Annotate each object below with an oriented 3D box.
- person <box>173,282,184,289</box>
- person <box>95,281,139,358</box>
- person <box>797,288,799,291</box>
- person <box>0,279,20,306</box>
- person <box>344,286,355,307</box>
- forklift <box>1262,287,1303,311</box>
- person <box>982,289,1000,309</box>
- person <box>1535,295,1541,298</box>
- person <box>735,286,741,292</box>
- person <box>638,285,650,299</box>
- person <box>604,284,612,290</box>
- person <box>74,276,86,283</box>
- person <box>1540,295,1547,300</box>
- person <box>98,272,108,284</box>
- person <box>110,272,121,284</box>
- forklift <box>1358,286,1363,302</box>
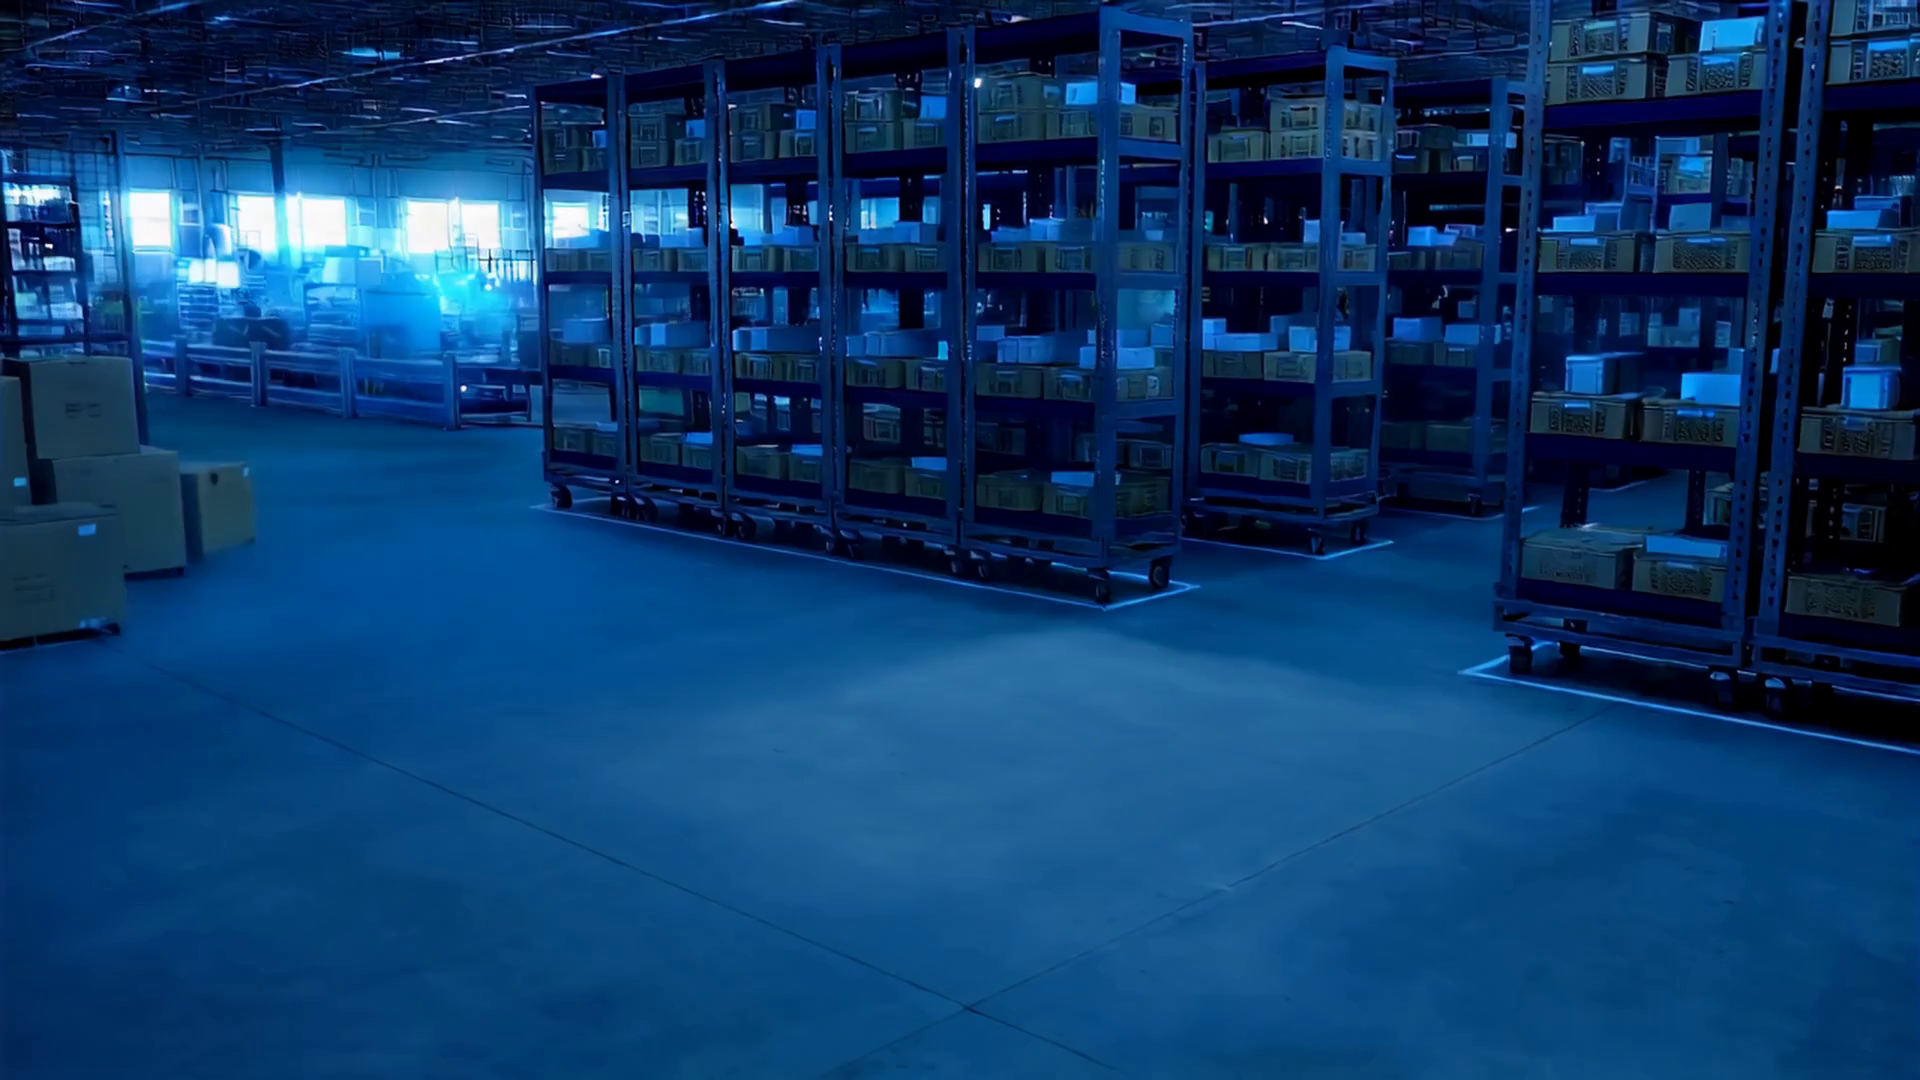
[{"bbox_3d":[-33.154,-10.355,70.582,0.525,1.851,0.743,3,10,18],"label":"person"},{"bbox_3d":[-12.311,-2.831,24.339,0.462,1.896,0.657,7,12,36],"label":"person"},{"bbox_3d":[-6.776,-9.992,69.062,0.425,1.621,0.527,-1,9,-9],"label":"person"},{"bbox_3d":[-29.545,-7.317,51.766,0.587,1.914,0.391,-8,12,-41],"label":"person"},{"bbox_3d":[-22.081,-8.673,60.168,0.996,1.890,0.546,-1,9,-9],"label":"person"},{"bbox_3d":[10.769,-8.203,54.240,1.129,2.768,1.873,8,12,42],"label":"forklift"},{"bbox_3d":[0.585,-3.603,29.471,0.523,1.760,0.328,5,10,26],"label":"person"},{"bbox_3d":[15.340,-6.149,44.897,0.591,1.824,0.403,1,9,4],"label":"person"},{"bbox_3d":[-9.287,-10.175,69.323,0.400,1.912,0.706,2,9,10],"label":"person"},{"bbox_3d":[-14.454,-11.367,76.204,0.771,2.000,0.544,9,13,43],"label":"person"},{"bbox_3d":[-16.218,-11.273,76.219,0.578,1.845,0.508,2,10,13],"label":"person"},{"bbox_3d":[-45.090,-12.831,85.317,0.388,1.996,0.612,5,10,27],"label":"person"},{"bbox_3d":[16.555,-6.561,47.586,0.325,1.766,0.528,-7,12,-38],"label":"person"},{"bbox_3d":[-37.537,-10.772,72.868,0.543,1.939,0.360,2,9,11],"label":"person"},{"bbox_3d":[-35.698,-10.353,70.298,0.627,1.940,0.377,4,10,24],"label":"person"},{"bbox_3d":[11.100,-7.017,46.970,1.873,2.768,1.129,9,13,43],"label":"forklift"}]
